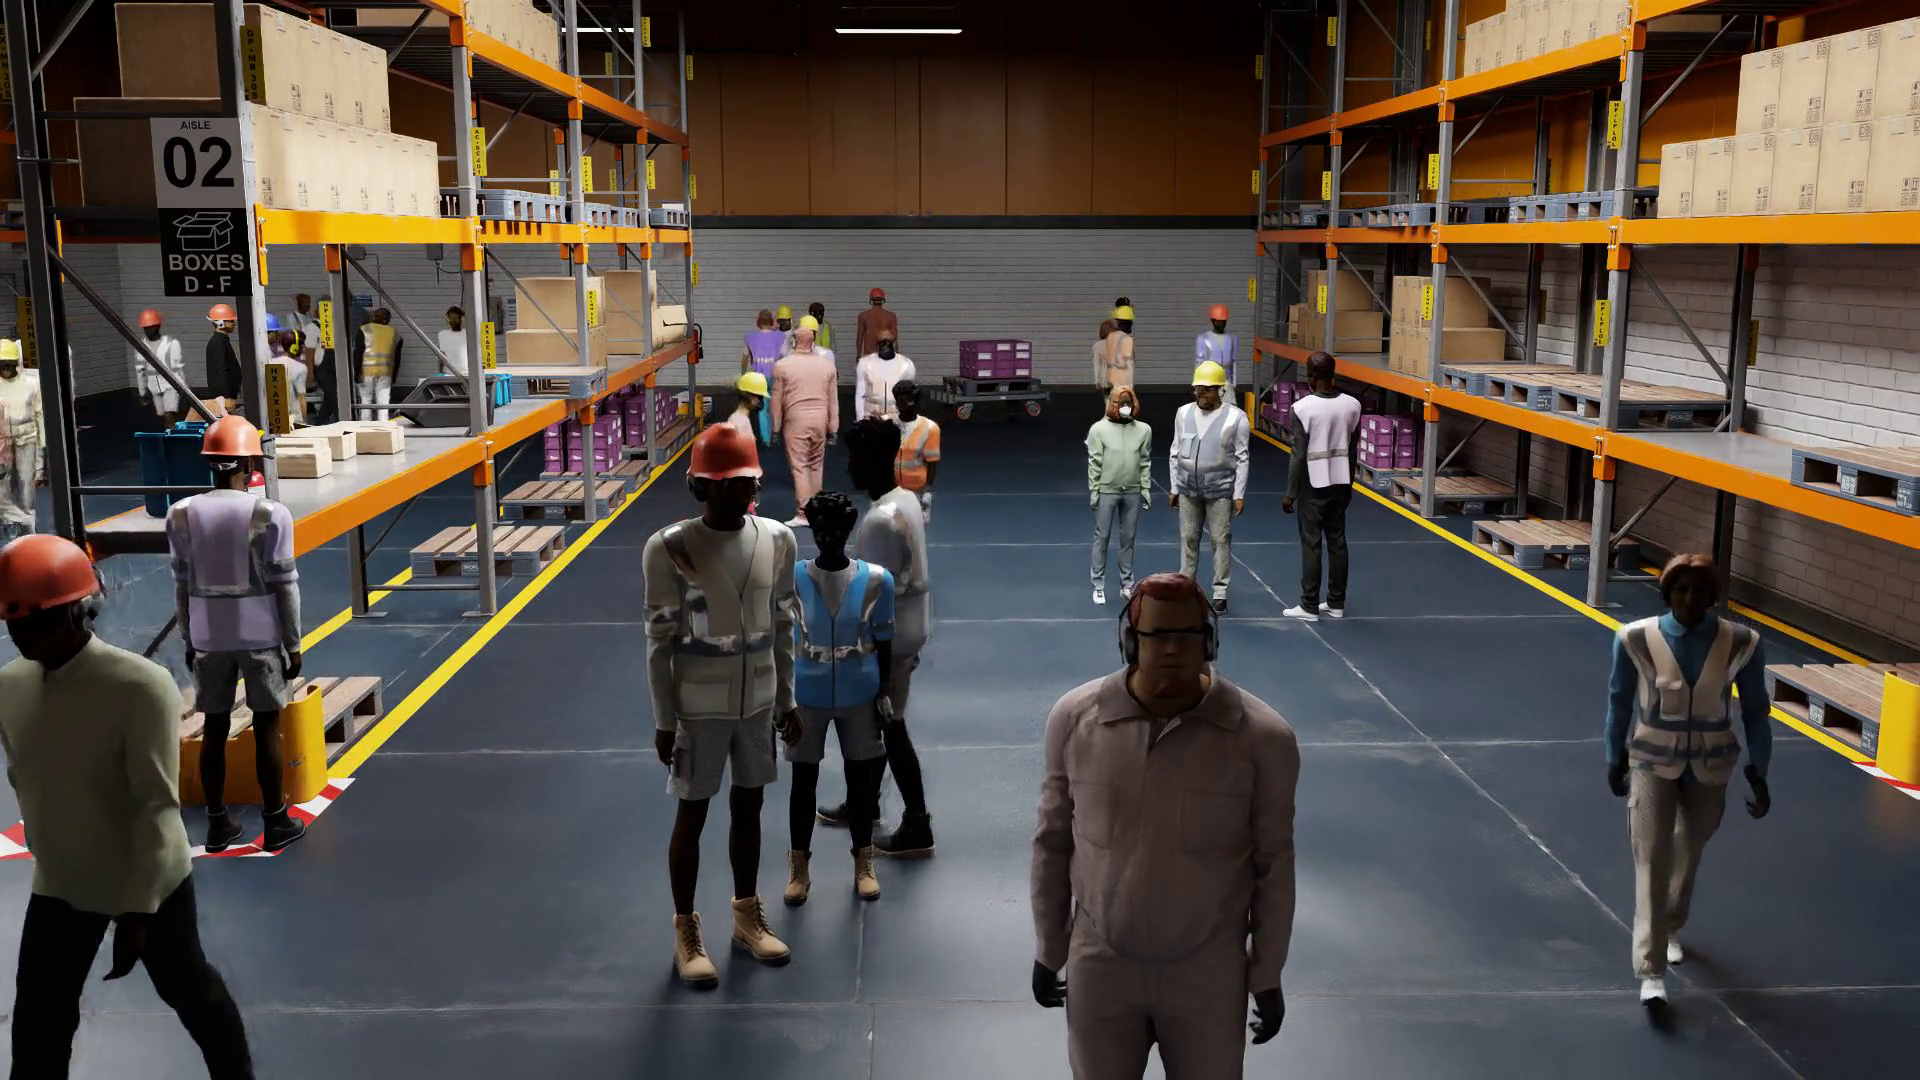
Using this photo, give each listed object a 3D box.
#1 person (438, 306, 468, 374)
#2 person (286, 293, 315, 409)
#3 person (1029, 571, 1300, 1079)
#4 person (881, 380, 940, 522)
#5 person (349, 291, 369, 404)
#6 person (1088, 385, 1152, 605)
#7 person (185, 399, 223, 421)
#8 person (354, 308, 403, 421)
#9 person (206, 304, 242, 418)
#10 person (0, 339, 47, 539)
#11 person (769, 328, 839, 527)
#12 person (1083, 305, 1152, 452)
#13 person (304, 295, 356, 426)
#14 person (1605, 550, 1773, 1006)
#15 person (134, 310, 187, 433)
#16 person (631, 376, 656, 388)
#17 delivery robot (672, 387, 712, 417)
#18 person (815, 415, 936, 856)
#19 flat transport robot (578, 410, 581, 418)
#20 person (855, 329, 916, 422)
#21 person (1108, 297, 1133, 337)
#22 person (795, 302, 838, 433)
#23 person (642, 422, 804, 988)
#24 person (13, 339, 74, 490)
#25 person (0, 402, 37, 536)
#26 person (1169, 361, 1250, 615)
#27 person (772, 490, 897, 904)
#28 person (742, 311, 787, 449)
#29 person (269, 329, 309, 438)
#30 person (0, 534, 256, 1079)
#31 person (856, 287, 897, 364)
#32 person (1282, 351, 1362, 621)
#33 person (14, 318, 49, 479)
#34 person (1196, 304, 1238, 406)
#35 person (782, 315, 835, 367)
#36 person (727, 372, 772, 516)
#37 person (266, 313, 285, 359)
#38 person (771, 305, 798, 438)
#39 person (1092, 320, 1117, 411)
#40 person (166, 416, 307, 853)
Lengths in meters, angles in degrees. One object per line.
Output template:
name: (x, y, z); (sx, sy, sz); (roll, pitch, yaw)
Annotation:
person: (-6.532, -2.105, 21.584); (0.556, 1.856, 0.405); (0, 10, 1)
person: (-10.613, -3.013, 26.618); (0.619, 1.866, 0.596); (3, 11, 18)
person: (0.477, 1.015, 4.051); (0.651, 1.913, 0.409); (3, 11, 16)
person: (-0.436, -0.380, 12.529); (0.562, 1.648, 0.782); (2, 10, 11)
person: (-9.888, -3.098, 26.905); (0.661, 1.928, 0.463); (-9, 13, -40)
person: (1.188, -0.337, 12.358); (0.499, 1.634, 0.285); (-3, 11, -15)
person: (-5.026, -0.130, 11.208); (0.497, 1.633, 0.285); (9, 14, 42)
person: (-7.934, -2.259, 22.646); (0.694, 1.791, 0.716); (-6, 12, -31)
person: (-8.127, -1.609, 18.435); (0.379, 1.996, 0.611); (-5, 11, -25)
person: (-8.524, -0.899, 14.982); (0.609, 1.809, 0.493); (-6, 12, -31)
person: (-1.476, -1.072, 15.847); (0.665, 1.868, 0.685); (-5, 11, -26)
person: (1.980, -2.008, 20.960); (0.945, 1.893, 0.594); (-3, 11, -18)
person: (-8.347, -2.292, 22.113); (1.002, 2.000, 0.688); (4, 11, 23)
person: (2.583, 0.835, 5.928); (0.528, 1.592, 0.855); (3, 11, 14)
person: (-9.676, -1.870, 20.253); (0.555, 1.884, 0.960); (1, 10, 3)
person: (-4.694, -2.645, 24.505); (0.886, 1.906, 0.653); (-7, 12, -34)
delivery robot: (-3.989, -2.007, 24.405); (0.707, 0.478, 0.477); (6, 12, 30)
person: (-0.385, 0.429, 7.307); (0.661, 1.935, 0.623); (1, 10, 8)
flat transport robot: (-5.048, -1.837, 24.507); (0.652, 0.197, 1.431); (9, 14, 41)
person: (-0.762, -1.271, 17.099); (0.622, 1.813, 0.909); (0, 10, -1)
person: (2.378, -2.670, 24.727); (0.511, 1.864, 0.325); (10, 14, 43)
person: (-2.002, -2.400, 23.276); (0.624, 1.843, 0.429); (-5, 11, -26)
person: (-0.838, 0.588, 6.060); (0.609, 2.044, 0.394); (-7, 12, -34)
person: (-9.929, -1.503, 18.021); (0.627, 1.934, 0.370); (-2, 10, -11)
person: (-8.225, -0.646, 14.085); (0.525, 1.625, 0.575); (3, 11, 16)
person: (1.776, -0.372, 11.997); (0.587, 1.835, 0.404); (6, 12, 29)
person: (-0.520, 0.636, 6.763); (0.535, 1.697, 0.318); (-1, 10, -7)
person: (-2.550, -2.092, 21.752); (0.588, 1.782, 1.021); (-2, 10, -11)
person: (-6.643, -1.154, 16.350); (0.545, 1.836, 0.751); (2, 10, 9)
person: (-2.341, 0.923, 4.537); (0.609, 1.932, 1.059); (2, 10, 12)
person: (-1.282, -2.900, 25.679); (0.628, 1.995, 0.442); (-2, 10, -9)
person: (2.563, -0.376, 11.792); (0.587, 1.916, 0.392); (-5, 11, -27)
person: (-10.381, -1.605, 18.800); (0.586, 1.866, 0.398); (6, 12, 29)
person: (3.189, -1.922, 20.410); (0.579, 1.904, 0.831); (-2, 10, -12)
person: (-1.650, -1.504, 18.137); (0.598, 1.899, 0.864); (1, 10, 7)
person: (-1.616, -0.356, 12.186); (0.510, 1.724, 0.557); (-1, 10, -6)
person: (-7.117, -1.352, 17.134); (0.397, 1.949, 0.603); (-6, 12, -31)
person: (-2.365, -2.262, 22.583); (0.603, 1.834, 0.437); (1, 10, 7)
person: (2.080, -2.209, 22.827); (0.546, 1.605, 0.575); (2, 10, 10)
person: (-3.164, 0.419, 7.333); (0.542, 1.932, 0.384); (-1, 10, -3)
